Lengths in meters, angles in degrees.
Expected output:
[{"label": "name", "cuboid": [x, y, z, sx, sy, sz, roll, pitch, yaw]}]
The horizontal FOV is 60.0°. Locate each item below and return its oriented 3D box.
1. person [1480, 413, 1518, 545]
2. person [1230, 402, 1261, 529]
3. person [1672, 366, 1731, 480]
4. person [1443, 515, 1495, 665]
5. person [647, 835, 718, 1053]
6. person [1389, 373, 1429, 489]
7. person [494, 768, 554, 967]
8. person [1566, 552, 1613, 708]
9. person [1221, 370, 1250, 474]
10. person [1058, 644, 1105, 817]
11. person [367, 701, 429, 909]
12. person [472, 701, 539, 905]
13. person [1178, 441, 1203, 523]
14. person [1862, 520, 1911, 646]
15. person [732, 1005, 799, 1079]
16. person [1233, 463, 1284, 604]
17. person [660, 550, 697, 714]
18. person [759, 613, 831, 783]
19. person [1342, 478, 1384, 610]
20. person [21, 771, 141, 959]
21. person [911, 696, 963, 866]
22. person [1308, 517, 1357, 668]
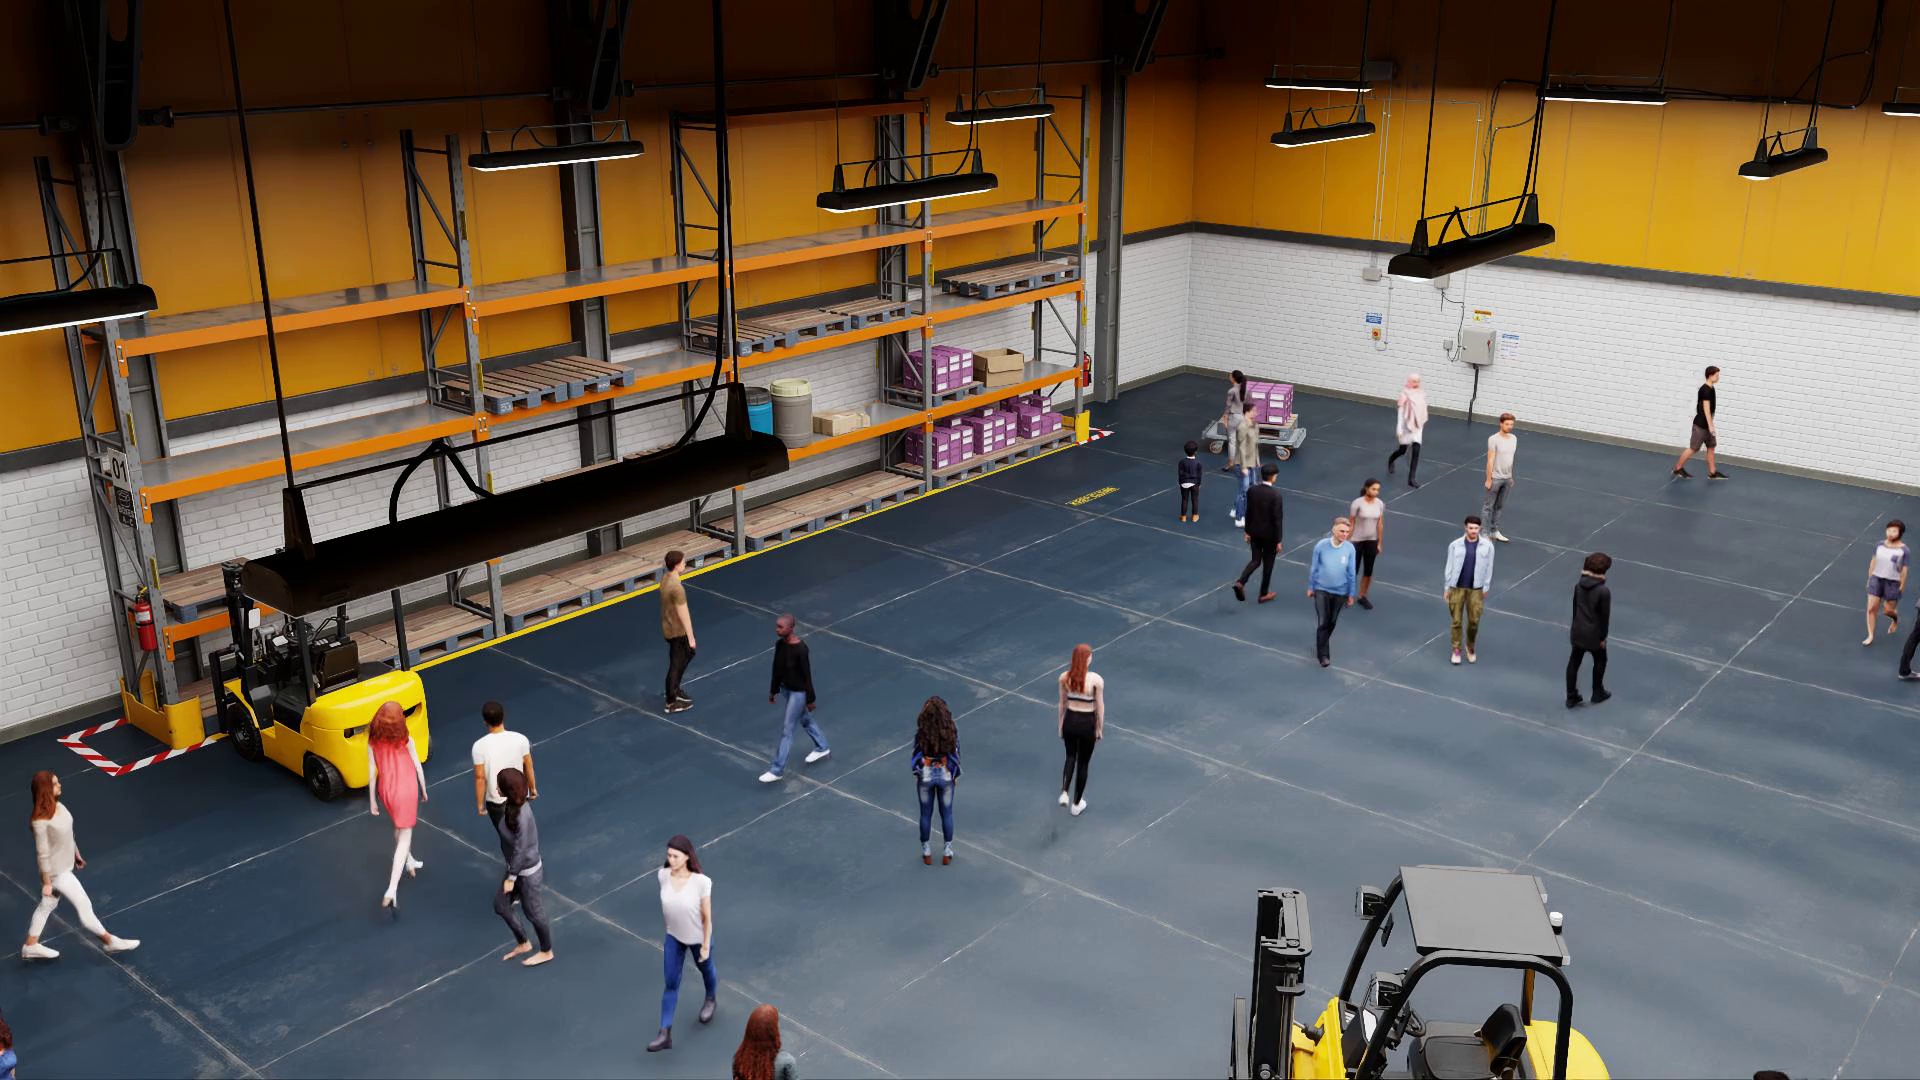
[{"label": "person", "cuboid": [7.634, -0.894, 23.573, 0.648, 1.893, 0.798, -9, 21, -26]}, {"label": "person", "cuboid": [4.136, -1.118, 24.276, 0.815, 1.869, 0.683, 9, 21, 25]}, {"label": "person", "cuboid": [11.782, -1.853, 26.517, 0.786, 1.832, 1.023, 12, 22, 32]}, {"label": "person", "cuboid": [5.902, 0.554, 19.418, 0.780, 1.800, 0.772, 5, 19, 15]}, {"label": "person", "cuboid": [-1.989, 2.965, 12.510, 0.899, 1.641, 1.169, 6, 19, 16]}, {"label": "person", "cuboid": [7.077, -1.756, 26.313, 1.139, 1.779, 1.089, -5, 19, -16]}, {"label": "person", "cuboid": [-3.424, 2.616, 13.368, 0.717, 1.755, 0.692, -12, 22, -32]}, {"label": "person", "cuboid": [6.809, 1.013, 18.119, 0.878, 1.761, 0.742, -13, 23, -34]}, {"label": "person", "cuboid": [4.486, -1.934, 27.003, 0.603, 1.676, 0.738, -12, 22, -32]}, {"label": "person", "cuboid": [1.105, 1.830, 15.731, 0.671, 1.736, 0.738, 8, 20, 22]}, {"label": "person", "cuboid": [-4.839, 2.298, 14.270, 1.010, 1.781, 1.216, 2, 19, 5]}, {"label": "person", "cuboid": [-3.894, 2.289, 14.335, 1.166, 1.757, 1.122, -6, 19, -16]}, {"label": "person", "cuboid": [3.398, -0.873, 24.555, 0.586, 1.227, 0.621, 4, 19, 11]}, {"label": "person", "cuboid": [11.152, 0.496, 19.986, 0.830, 1.547, 0.646, -14, 23, -37]}, {"label": "person", "cuboid": [-1.205, 3.713, 10.204, 0.957, 1.694, 1.245, 5, 19, 14]}, {"label": "person", "cuboid": [3.788, -0.047, 21.119, 1.015, 1.855, 0.803, -15, 24, -38]}, {"label": "person", "cuboid": [-3.178, 1.002, 18.029, 0.816, 1.838, 0.807, -7, 20, -21]}, {"label": "person", "cuboid": [-1.589, 1.532, 16.676, 1.183, 1.698, 0.681, -17, 25, -41]}, {"label": "person", "cuboid": [5.100, 0.037, 21.072, 0.722, 1.725, 0.808, -3, 19, -10]}, {"label": "person", "cuboid": [-7.341, 2.660, 13.371, 1.199, 1.668, 1.038, -4, 19, -13]}, {"label": "person", "cuboid": [-0.219, 2.150, 14.962, 0.694, 1.620, 0.744, -1, 19, -2]}, {"label": "person", "cuboid": [4.336, 0.565, 19.463, 1.119, 1.751, 1.287, 2, 19, 7]}]
